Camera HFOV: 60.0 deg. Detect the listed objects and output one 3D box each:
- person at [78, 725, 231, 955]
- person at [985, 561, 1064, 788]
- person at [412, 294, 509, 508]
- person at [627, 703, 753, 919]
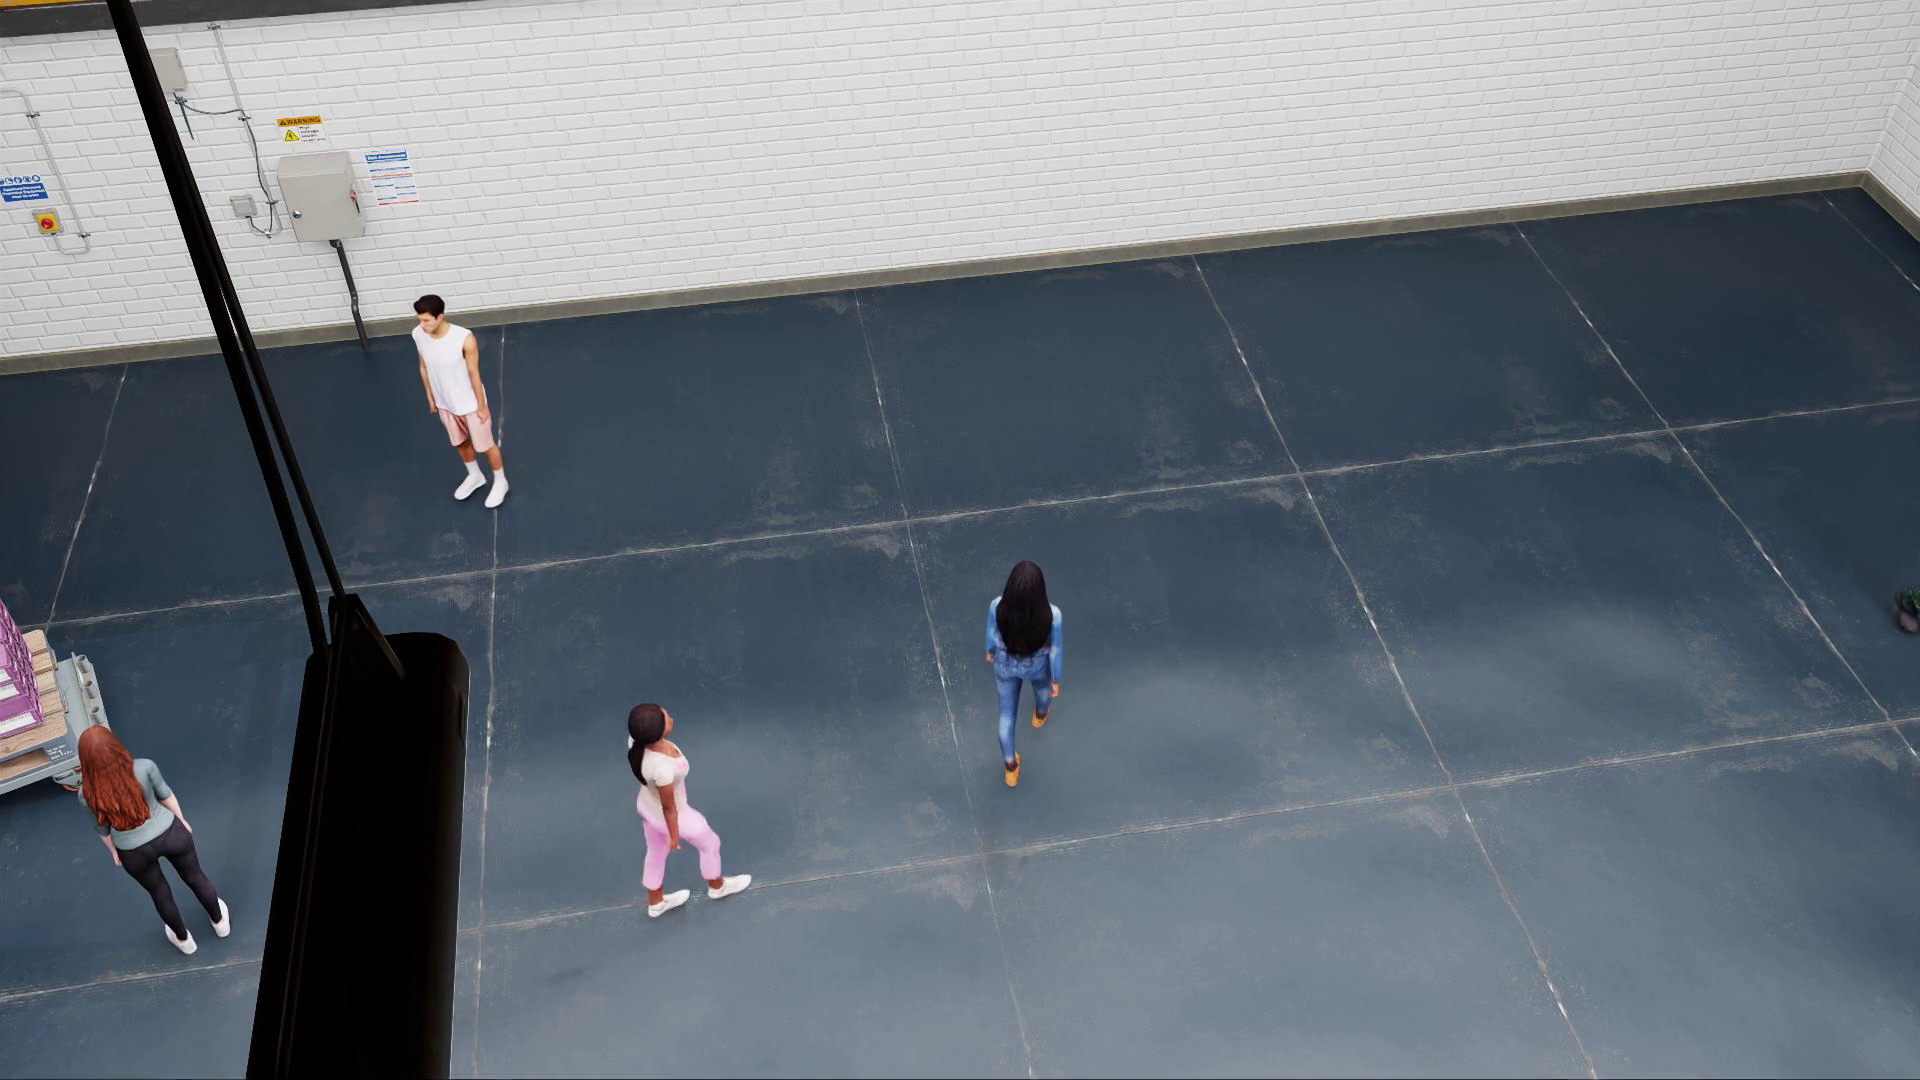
[{"bbox_3d":[-4.388,1.639,9.028,0.642,1.740,0.651,-25,49,-24],"label":"person"},{"bbox_3d":[0.362,0.834,9.910,0.834,1.689,1.064,6,44,6],"label":"person"},{"bbox_3d":[-3.530,-1.014,11.784,0.738,1.780,0.742,14,45,14],"label":"person"},{"bbox_3d":[-1.702,1.534,9.149,0.852,1.725,0.870,-28,50,-26],"label":"person"}]
